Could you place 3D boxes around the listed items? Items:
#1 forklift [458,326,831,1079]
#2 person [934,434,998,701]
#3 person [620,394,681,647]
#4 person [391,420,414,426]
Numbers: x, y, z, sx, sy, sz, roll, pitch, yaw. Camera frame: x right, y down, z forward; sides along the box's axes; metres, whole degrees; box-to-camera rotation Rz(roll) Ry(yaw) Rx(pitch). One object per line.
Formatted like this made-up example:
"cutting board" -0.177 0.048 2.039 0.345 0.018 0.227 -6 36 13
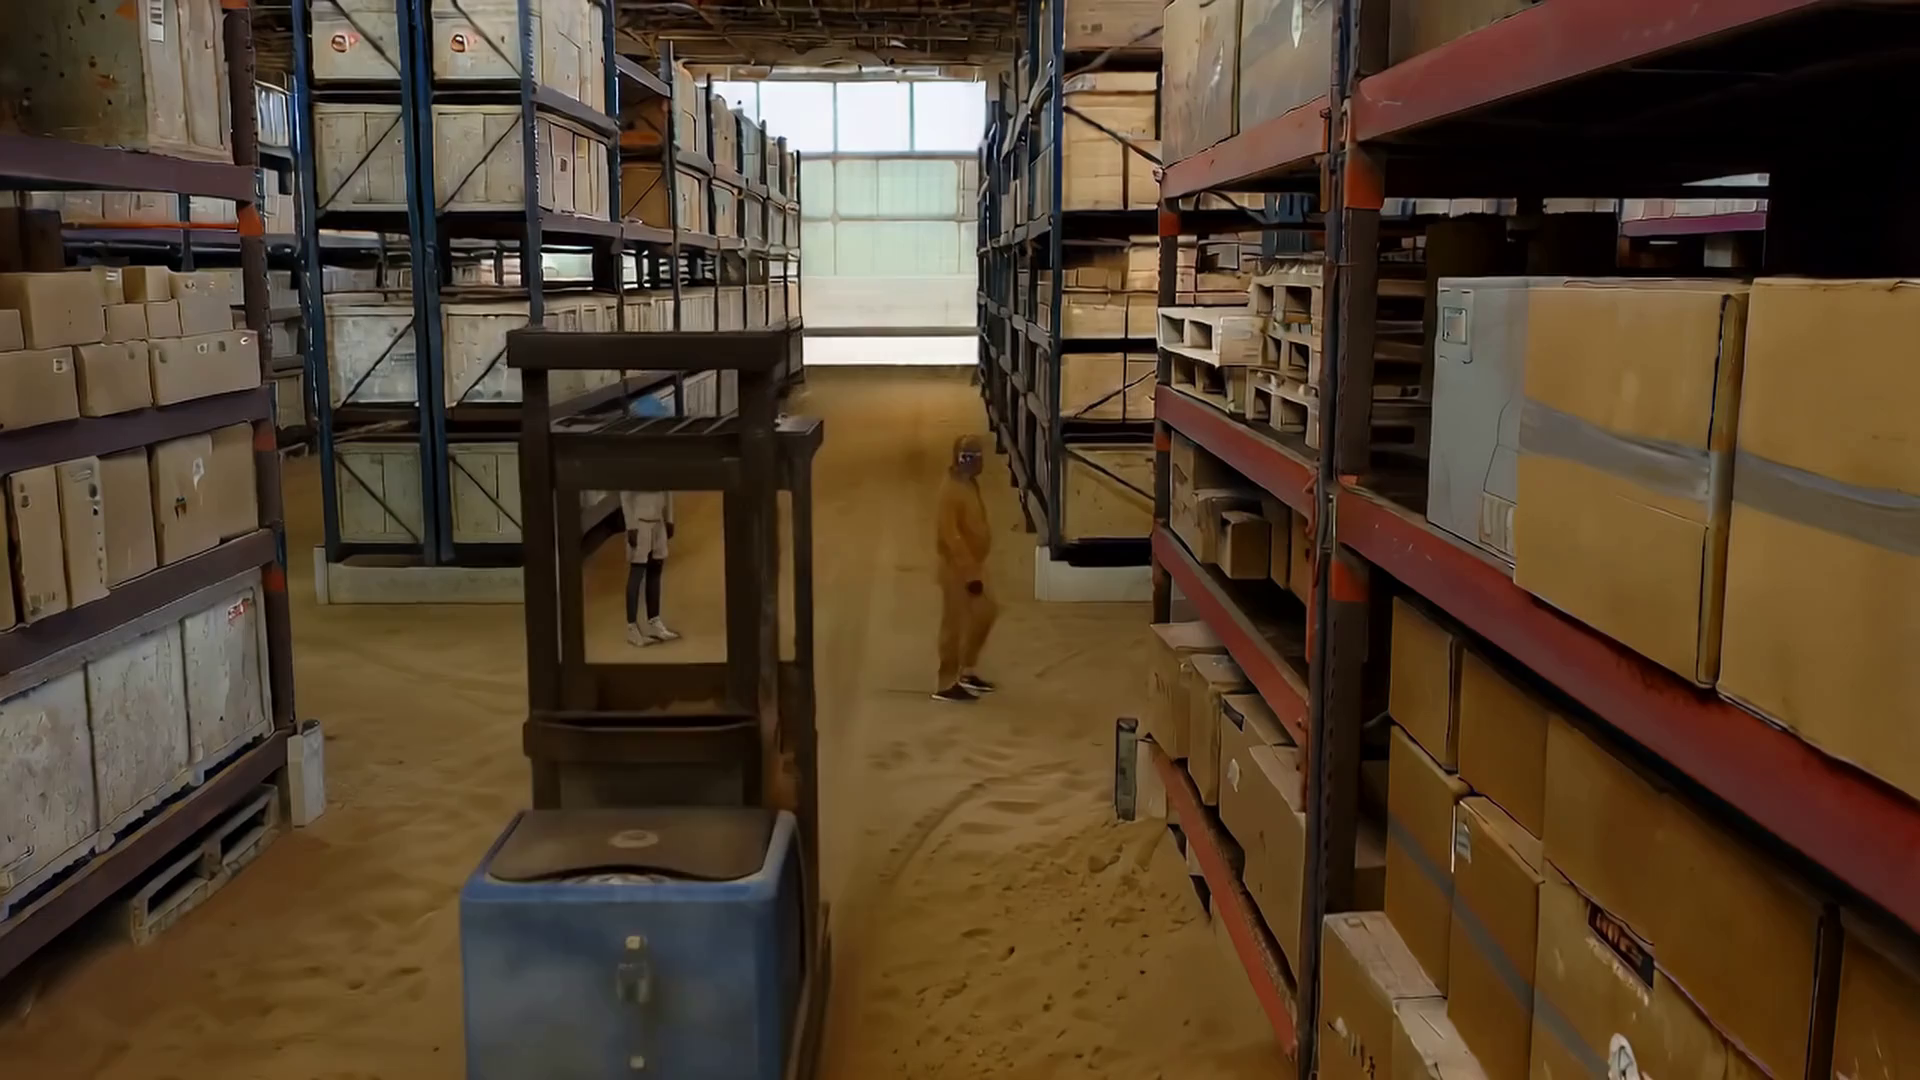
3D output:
"forklift" -1.101 0.617 6.076 1.129 2.768 1.873 0 9 -1
"person" 0.065 0.201 11.656 0.540 1.890 0.666 1 9 6
"person" -2.498 -0.161 13.448 0.399 2.039 0.609 5 10 27
"person" -6.748 -1.234 20.688 0.599 1.803 0.909 0 9 -2
